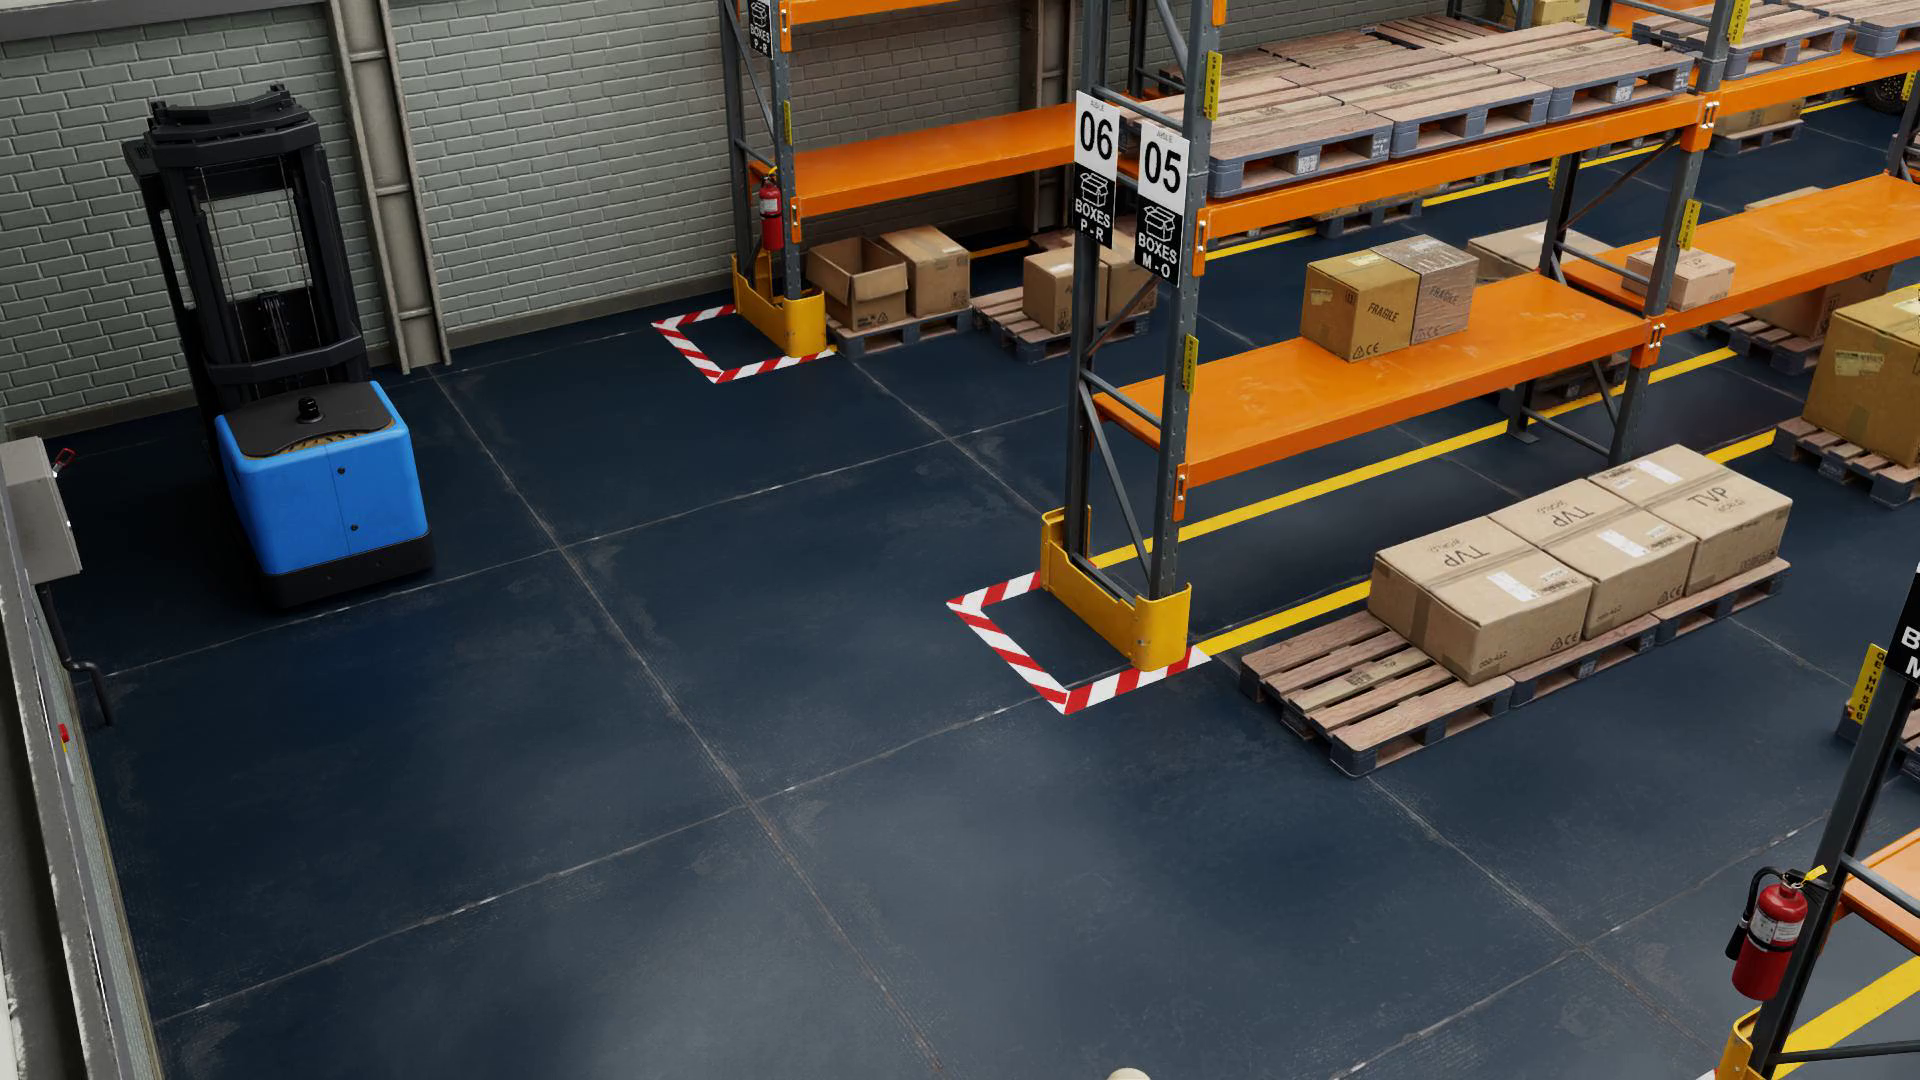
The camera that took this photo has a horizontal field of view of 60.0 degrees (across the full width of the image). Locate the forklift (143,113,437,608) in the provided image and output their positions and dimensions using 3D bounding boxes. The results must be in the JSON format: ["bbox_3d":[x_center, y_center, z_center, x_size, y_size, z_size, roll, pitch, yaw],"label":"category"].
[{"bbox_3d":[-4.289,-1.259,10.509,1.129,2.768,1.873,-17,36,-26],"label":"forklift"}]

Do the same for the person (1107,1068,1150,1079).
[{"bbox_3d":[0.526,2.402,5.602,0.609,1.797,0.381,-2,32,-3],"label":"person"}]

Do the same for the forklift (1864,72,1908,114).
[{"bbox_3d":[11.468,-5.645,18.244,1.214,2.155,2.313,-17,36,-26],"label":"forklift"}]
